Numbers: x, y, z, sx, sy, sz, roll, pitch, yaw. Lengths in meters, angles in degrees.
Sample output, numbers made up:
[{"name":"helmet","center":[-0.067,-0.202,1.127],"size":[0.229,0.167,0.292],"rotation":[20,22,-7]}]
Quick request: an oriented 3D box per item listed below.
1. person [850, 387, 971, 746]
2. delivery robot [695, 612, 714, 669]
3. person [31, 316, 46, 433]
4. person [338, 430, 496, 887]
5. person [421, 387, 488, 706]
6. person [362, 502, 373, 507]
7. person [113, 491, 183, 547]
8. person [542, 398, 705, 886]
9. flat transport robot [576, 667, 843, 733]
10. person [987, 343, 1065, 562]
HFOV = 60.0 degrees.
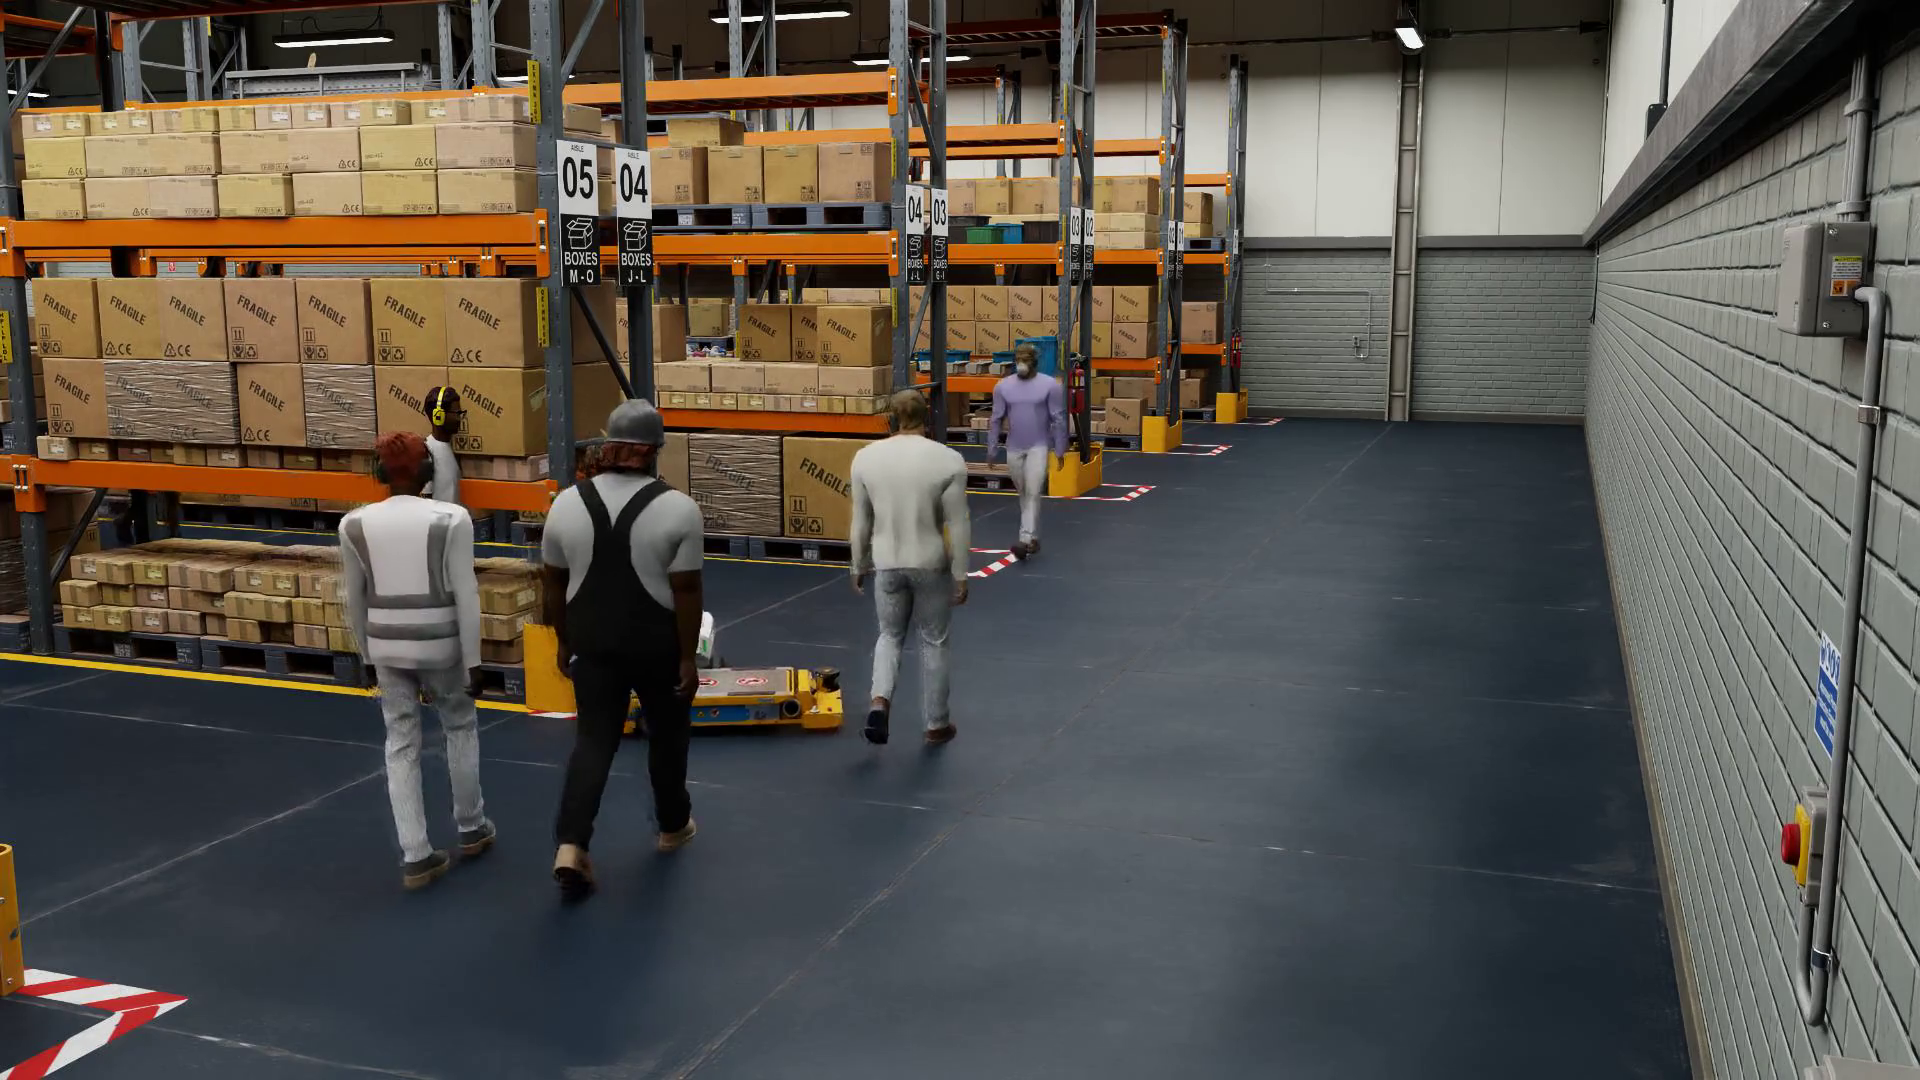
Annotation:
[{"name":"person","center":[-0.279,0.169,8.680],"size":[0.676,1.913,0.609],"rotation":[2,9,13]},{"name":"delivery robot","center":[-1.655,0.596,9.935],"size":[0.477,0.478,0.707],"rotation":[-1,9,-6]},{"name":"person","center":[-12.588,-2.074,22.658],"size":[1.060,1.930,0.634],"rotation":[7,11,37]},{"name":"person","center":[-2.248,0.463,6.989],"size":[0.596,1.855,0.788],"rotation":[0,9,1]},{"name":"person","center":[-2.982,0.039,9.656],"size":[0.333,1.860,0.510],"rotation":[0,9,2]},{"name":"person","center":[-4.690,-0.539,13.487],"size":[0.966,1.801,0.634],"rotation":[3,9,16]},{"name":"person","center":[-7.194,-0.816,14.788],"size":[0.719,1.923,0.555],"rotation":[3,10,19]},{"name":"person","center":[-1.391,0.392,6.878],"size":[0.715,2.000,0.971],"rotation":[2,9,10]},{"name":"flat transport robot","center":[-1.381,0.886,9.298],"size":[1.431,0.197,0.652],"rotation":[-1,9,-6]},{"name":"person","center":[0.548,-0.767,14.570],"size":[0.659,1.884,1.012],"rotation":[3,10,20]}]
